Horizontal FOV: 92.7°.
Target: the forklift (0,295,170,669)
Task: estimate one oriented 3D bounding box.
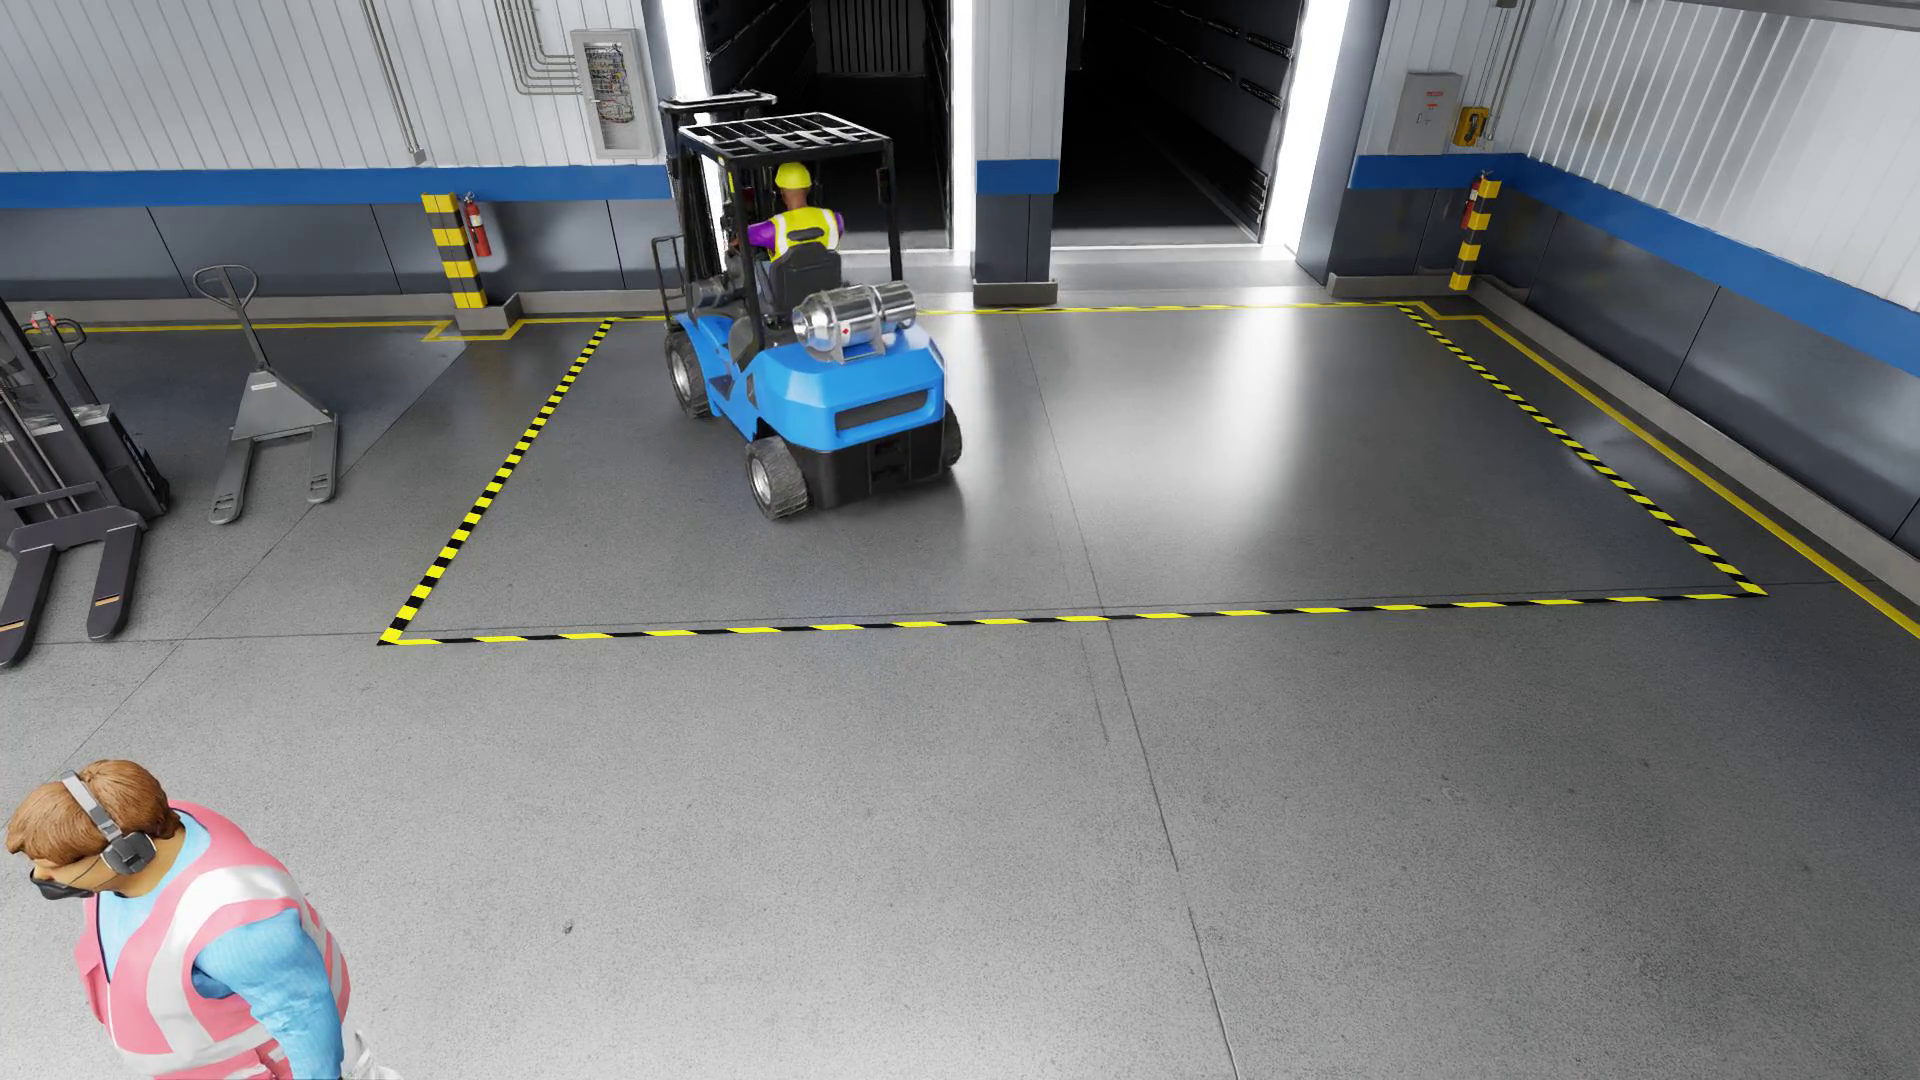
[{"bbox_3d":[-5.212,-0.618,4.878,0.823,1.965,1.885,-20,39,-26],"label":"forklift"}]

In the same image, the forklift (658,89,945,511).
[{"bbox_3d":[-1.140,-1.721,6.152,1.157,2.036,2.680,-19,39,-26],"label":"forklift"}]

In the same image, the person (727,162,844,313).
[{"bbox_3d":[-1.165,-1.906,6.090,0.635,1.294,1.004,-19,39,-26],"label":"person"}]

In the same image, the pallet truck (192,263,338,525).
[{"bbox_3d":[-4.778,-1.027,6.128,0.680,1.201,1.601,-17,38,-23],"label":"pallet truck"}]

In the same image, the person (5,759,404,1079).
[{"bbox_3d":[-1.787,1.240,2.343,0.626,1.844,0.429,18,39,24],"label":"person"}]
